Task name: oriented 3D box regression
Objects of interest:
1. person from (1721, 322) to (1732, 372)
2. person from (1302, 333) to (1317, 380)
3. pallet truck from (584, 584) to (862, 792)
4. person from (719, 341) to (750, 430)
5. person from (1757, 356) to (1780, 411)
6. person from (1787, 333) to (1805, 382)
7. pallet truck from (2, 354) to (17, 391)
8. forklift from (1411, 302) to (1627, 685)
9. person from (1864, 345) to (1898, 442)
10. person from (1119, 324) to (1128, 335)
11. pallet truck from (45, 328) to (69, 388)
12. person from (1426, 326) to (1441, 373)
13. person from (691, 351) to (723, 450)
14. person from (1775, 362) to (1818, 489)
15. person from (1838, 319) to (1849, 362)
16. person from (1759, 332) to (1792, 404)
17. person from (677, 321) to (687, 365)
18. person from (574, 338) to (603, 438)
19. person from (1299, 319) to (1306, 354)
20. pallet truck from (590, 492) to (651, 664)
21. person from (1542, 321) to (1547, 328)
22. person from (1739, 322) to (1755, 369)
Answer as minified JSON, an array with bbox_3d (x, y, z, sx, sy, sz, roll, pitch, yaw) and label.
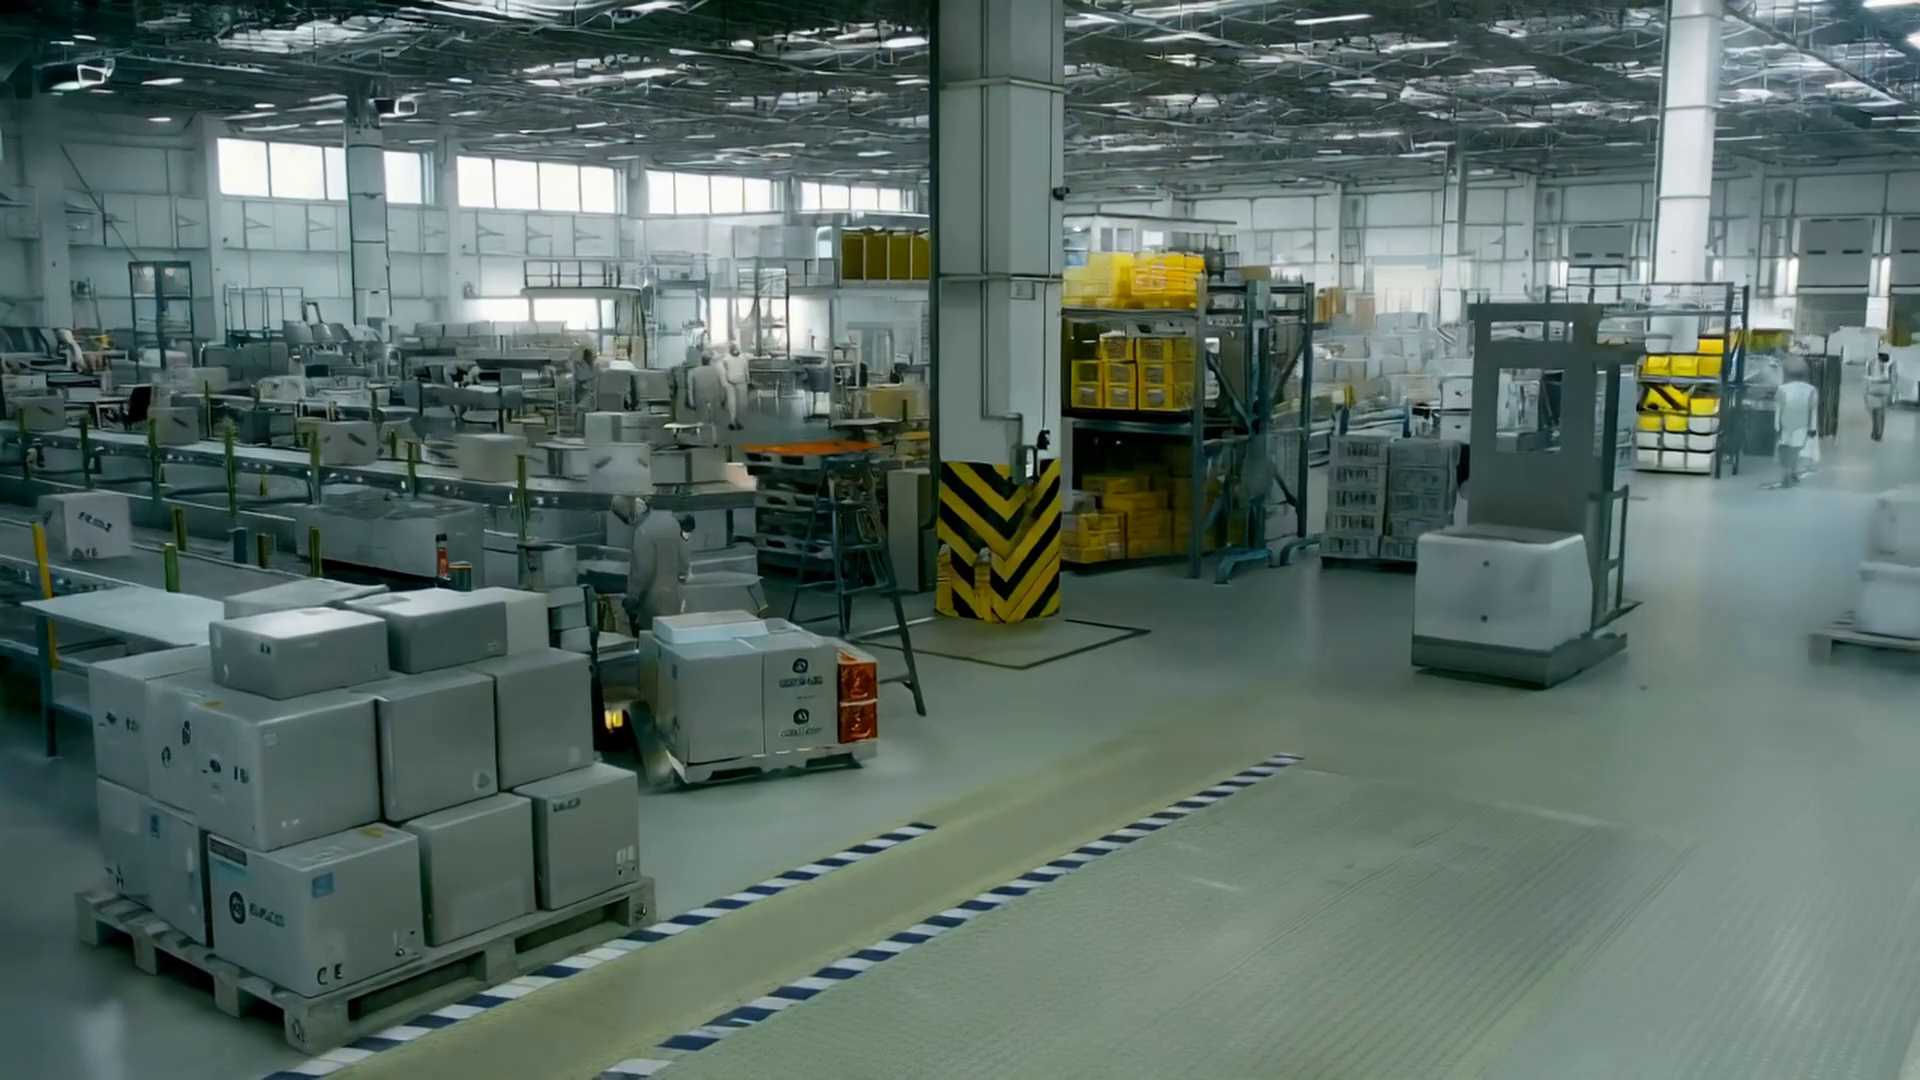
[{"bbox_3d":[27.648,-6.947,60.081,1.035,1.890,0.650,3,9,18],"label":"person"},{"bbox_3d":[10.309,-5.248,49.052,0.345,1.762,0.525,-8,11,-42],"label":"person"},{"bbox_3d":[-1.426,0.805,10.019,1.601,1.201,0.680,-4,9,-26],"label":"pallet truck"},{"bbox_3d":[-4.779,-3.283,35.343,0.665,1.888,0.461,-4,9,-26],"label":"person"},{"bbox_3d":[17.035,-3.092,35.054,0.515,1.592,0.841,-2,9,-15],"label":"person"},{"bbox_3d":[21.641,-4.425,43.119,0.316,1.870,0.531,-3,9,-19],"label":"person"},{"bbox_3d":[-24.881,-4.417,42.634,1.885,1.965,0.823,8,11,41],"label":"pallet truck"},{"bbox_3d":[4.379,-0.438,12.852,1.129,2.768,1.873,7,11,37],"label":"forklift"},{"bbox_3d":[18.134,-2.901,32.774,0.541,1.900,0.984,6,10,33],"label":"person"},{"bbox_3d":[5.212,-5.944,53.191,0.391,1.921,0.593,-5,10,-30],"label":"person"},{"bbox_3d":[-23.775,-4.544,43.495,1.885,1.965,0.823,6,10,35],"label":"pallet truck"},{"bbox_3d":[17.358,-6.989,61.013,0.524,1.690,0.910,3,9,17],"label":"person"},{"bbox_3d":[-4.696,-2.586,30.848,0.596,1.831,0.403,-4,9,-23],"label":"person"},{"bbox_3d":[12.467,-1.710,24.802,0.557,1.885,1.021,7,11,41],"label":"person"},{"bbox_3d":[37.341,-8.421,70.187,0.625,1.825,0.622,3,9,18],"label":"person"},{"bbox_3d":[21.090,-4.378,42.681,1.022,1.911,0.622,5,10,30],"label":"person"},{"bbox_3d":[-11.261,-7.925,66.917,0.528,1.807,0.881,-8,12,-44],"label":"person"},{"bbox_3d":[-7.091,-2.841,31.874,0.389,2.040,0.611,5,10,33],"label":"person"},{"bbox_3d":[15.975,-9.538,77.357,0.378,1.936,0.548,-6,10,-36],"label":"person"},{"bbox_3d":[-3.115,0.344,12.883,0.653,1.274,1.630,7,11,37],"label":"pallet truck"},{"bbox_3d":[24.325,-8.247,69.046,0.431,1.833,0.629,-3,9,-22],"label":"person"},{"bbox_3d":[30.101,-7.434,63.559,0.537,1.826,0.966,-1,8,-7],"label":"person"}]
